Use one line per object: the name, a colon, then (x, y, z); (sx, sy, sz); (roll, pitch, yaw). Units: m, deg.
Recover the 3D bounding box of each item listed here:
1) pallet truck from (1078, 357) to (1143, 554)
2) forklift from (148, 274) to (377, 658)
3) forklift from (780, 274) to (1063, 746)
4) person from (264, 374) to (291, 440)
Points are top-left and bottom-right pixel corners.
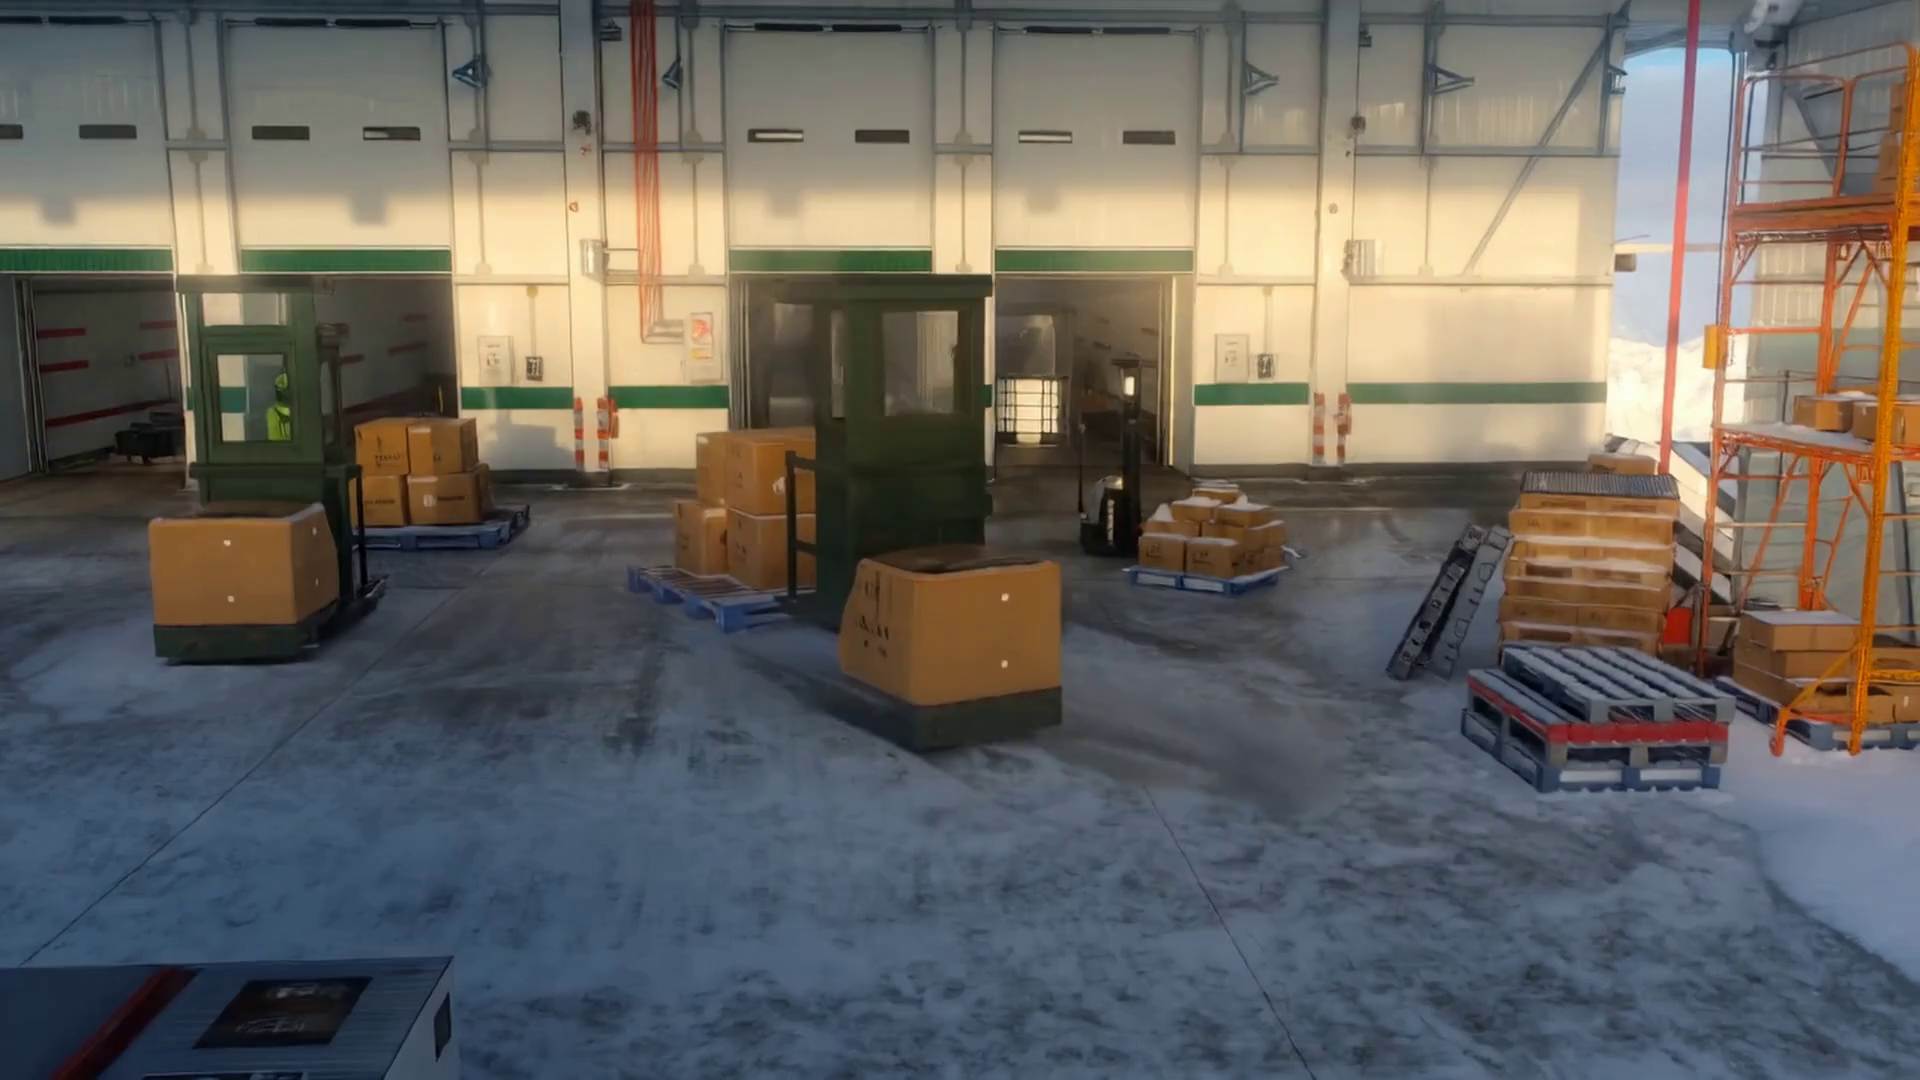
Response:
pallet truck: (2.088, -0.836, 16.757); (1.885, 1.965, 0.823); (2, 9, 13)
forklift: (-5.348, -0.627, 12.681); (1.129, 2.768, 1.873); (-1, 9, -4)
forklift: (-0.261, -0.283, 10.527); (1.129, 2.768, 1.873); (-5, 11, -30)
person: (-6.417, -0.644, 15.906); (0.356, 1.887, 0.573); (-1, 9, -4)
